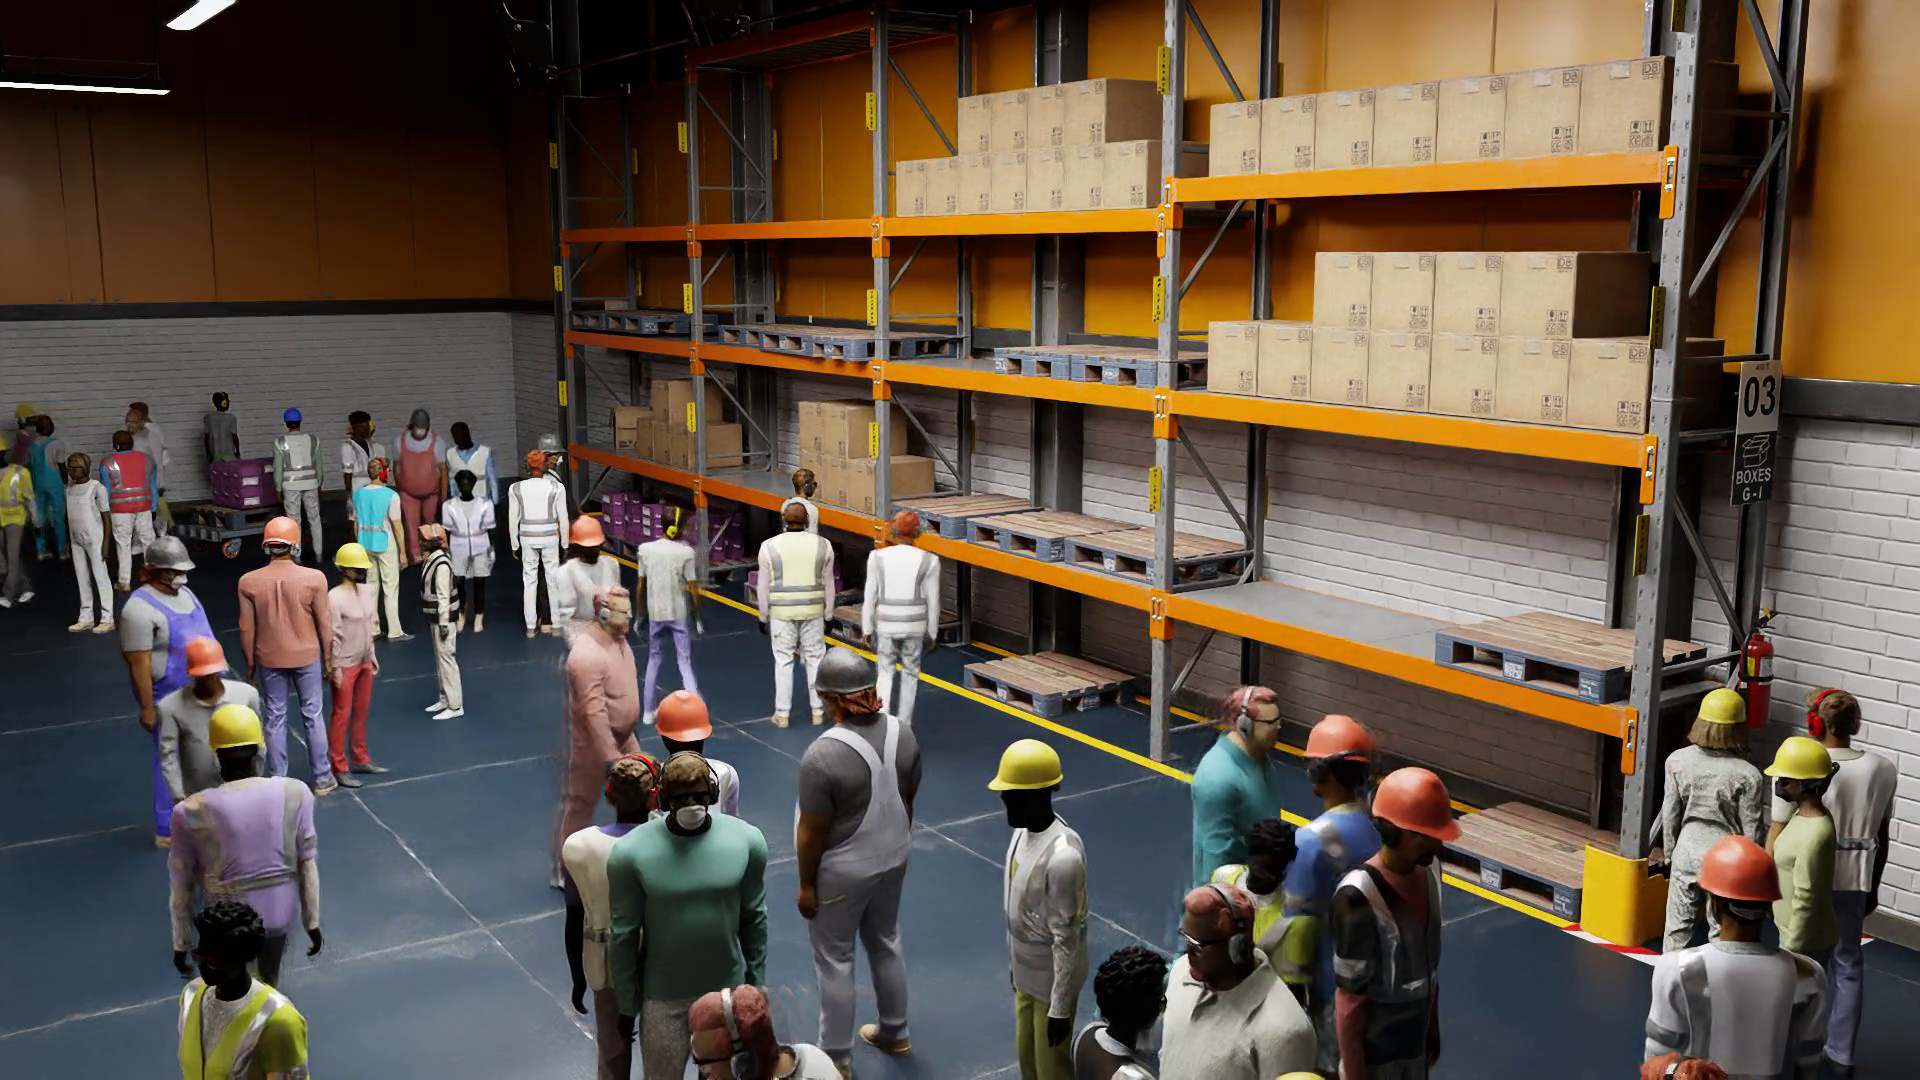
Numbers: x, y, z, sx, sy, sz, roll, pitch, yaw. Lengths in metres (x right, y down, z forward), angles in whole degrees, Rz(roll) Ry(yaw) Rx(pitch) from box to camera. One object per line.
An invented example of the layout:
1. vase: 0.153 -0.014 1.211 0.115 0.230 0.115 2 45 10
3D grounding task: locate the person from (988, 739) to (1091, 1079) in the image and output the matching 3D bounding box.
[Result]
1. person: 0.313 1.728 6.640 0.396 1.919 0.595 -2 10 -14

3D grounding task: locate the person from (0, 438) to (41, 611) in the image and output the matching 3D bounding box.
1. person: -10.346 -0.183 17.972 0.604 1.870 0.986 0 10 1

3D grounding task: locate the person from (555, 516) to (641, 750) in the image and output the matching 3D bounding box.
1. person: -2.677 0.754 12.382 0.631 1.911 0.440 -9 13 -44

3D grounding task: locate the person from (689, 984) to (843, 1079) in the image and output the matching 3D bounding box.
1. person: -0.471 2.109 4.642 0.983 1.862 0.645 4 11 23

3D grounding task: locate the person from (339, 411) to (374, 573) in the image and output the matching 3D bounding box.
1. person: -7.245 -0.577 20.092 0.363 1.957 0.698 1 10 7

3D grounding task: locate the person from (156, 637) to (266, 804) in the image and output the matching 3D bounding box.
1. person: -4.214 1.360 9.435 0.563 1.689 0.931 -5 11 -29

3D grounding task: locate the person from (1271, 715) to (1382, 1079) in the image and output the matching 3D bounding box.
1. person: 1.455 1.692 6.575 0.647 2.000 0.636 -9 13 -43

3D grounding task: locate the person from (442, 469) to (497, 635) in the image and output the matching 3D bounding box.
1. person: -4.928 0.127 16.738 0.536 1.681 0.495 -3 10 -16

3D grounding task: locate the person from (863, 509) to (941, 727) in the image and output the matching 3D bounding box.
1. person: -0.452 0.703 12.800 0.608 1.868 0.530 1 10 7

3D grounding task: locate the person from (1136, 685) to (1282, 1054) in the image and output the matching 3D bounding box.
1. person: 1.186 1.569 7.714 0.862 1.877 0.636 6 12 34

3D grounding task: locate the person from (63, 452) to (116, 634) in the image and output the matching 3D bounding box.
1. person: -8.825 0.030 16.814 0.519 1.844 0.331 3 10 15

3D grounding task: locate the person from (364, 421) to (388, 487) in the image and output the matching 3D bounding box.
1. person: -7.511 -0.668 21.145 0.526 1.768 0.331 3 10 18

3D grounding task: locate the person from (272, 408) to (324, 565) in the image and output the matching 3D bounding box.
1. person: -8.188 -0.662 20.597 0.602 1.941 0.402 -8 12 -39

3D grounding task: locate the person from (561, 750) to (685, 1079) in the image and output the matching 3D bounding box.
1. person: -1.292 1.761 6.648 0.567 1.844 0.375 1 10 5

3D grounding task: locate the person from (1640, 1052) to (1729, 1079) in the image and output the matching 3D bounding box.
1. person: 1.781 2.182 4.207 0.601 1.826 1.006 -6 11 -32

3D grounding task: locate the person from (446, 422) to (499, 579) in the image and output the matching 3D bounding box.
1. person: -5.836 -0.514 20.009 0.628 1.855 0.974 0 10 2

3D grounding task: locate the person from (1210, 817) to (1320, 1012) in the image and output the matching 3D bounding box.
1. person: 1.181 1.861 6.591 0.346 1.670 0.590 -6 12 -33

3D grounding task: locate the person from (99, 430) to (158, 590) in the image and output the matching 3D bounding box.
1. person: -9.514 -0.344 19.062 0.431 1.835 0.624 9 13 43

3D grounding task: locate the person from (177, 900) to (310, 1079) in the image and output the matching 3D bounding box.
1. person: -2.401 2.018 5.571 0.536 1.700 0.318 4 11 23

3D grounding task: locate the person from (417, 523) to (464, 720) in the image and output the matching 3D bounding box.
1. person: -4.289 0.665 13.726 0.314 1.631 0.518 -5 11 -26

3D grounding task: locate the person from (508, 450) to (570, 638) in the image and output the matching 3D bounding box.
1. person: -4.199 0.041 16.637 0.584 1.882 0.339 -1 10 -5

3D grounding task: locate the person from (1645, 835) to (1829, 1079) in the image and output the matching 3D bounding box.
1. person: 2.515 1.919 5.487 0.544 1.930 0.388 1 10 6

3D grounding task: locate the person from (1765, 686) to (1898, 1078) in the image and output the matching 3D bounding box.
1. person: 3.988 1.593 7.662 0.561 1.838 0.391 0 10 -1

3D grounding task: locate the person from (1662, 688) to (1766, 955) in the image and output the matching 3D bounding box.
1. person: 3.646 1.572 8.065 0.296 1.744 0.486 -8 13 -39

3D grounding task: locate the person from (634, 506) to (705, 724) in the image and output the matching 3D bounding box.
1. person: -2.342 0.625 13.373 0.634 1.837 0.569 2 10 9

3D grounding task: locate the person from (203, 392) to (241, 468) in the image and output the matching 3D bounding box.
1. person: -10.627 -1.204 24.004 0.519 1.865 0.335 1 10 3

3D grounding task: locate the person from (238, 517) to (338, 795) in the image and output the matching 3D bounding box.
1. person: -4.717 0.827 11.697 0.613 1.995 0.390 -2 10 -12

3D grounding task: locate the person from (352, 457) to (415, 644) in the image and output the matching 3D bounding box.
1. person: -5.696 0.108 16.350 0.570 1.845 0.380 4 10 22

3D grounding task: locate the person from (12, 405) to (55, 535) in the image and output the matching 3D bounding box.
1. person: -12.763 -0.953 22.742 0.918 1.777 0.603 -1 10 -5

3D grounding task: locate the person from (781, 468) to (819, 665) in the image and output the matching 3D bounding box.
1. person: -1.481 0.245 15.597 0.352 1.837 0.502 -9 13 -44

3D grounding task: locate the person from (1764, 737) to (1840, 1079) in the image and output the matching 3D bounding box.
1. person: 3.613 1.711 7.203 0.340 1.760 0.525 5 11 25

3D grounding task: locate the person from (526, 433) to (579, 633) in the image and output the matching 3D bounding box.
1. person: -4.147 -0.090 16.947 0.535 2.000 0.682 -3 10 -17

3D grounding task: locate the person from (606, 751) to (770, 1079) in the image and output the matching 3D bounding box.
1. person: -1.036 1.751 6.442 0.632 1.939 0.368 -4 10 -22

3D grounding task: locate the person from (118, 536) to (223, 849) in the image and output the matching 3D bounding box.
1. person: -5.060 0.959 10.789 0.539 2.000 0.686 1 10 5

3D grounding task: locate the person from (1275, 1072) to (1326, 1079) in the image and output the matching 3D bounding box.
1. person: 0.851 2.208 4.355 0.321 1.737 0.485 2 10 13

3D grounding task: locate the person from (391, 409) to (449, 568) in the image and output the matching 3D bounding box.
1. person: -6.641 -0.700 20.530 0.690 2.000 1.090 -3 10 -15

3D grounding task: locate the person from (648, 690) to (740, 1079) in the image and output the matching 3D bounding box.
1. person: -1.199 1.602 7.319 0.544 1.939 0.354 -6 12 -33

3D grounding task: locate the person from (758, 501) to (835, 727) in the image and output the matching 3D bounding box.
1. person: -1.324 0.598 13.495 0.624 1.843 0.429 -2 10 -13

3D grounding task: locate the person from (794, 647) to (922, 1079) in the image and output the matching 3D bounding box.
1. person: -0.524 1.478 7.743 0.536 2.000 0.685 9 13 42

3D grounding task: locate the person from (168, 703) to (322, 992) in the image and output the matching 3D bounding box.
1. person: -3.075 1.645 7.213 0.598 1.892 0.953 -8 12 -38

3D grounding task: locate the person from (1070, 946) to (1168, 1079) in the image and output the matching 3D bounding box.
1. person: 0.493 2.086 5.199 0.320 1.694 0.533 -2 10 -14

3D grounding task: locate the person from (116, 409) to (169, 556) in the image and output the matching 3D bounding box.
1. person: -10.537 -0.769 21.447 0.641 1.863 0.829 3 10 17

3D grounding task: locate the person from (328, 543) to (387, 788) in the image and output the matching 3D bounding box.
1. person: -4.366 0.889 12.010 0.331 1.765 0.533 2 10 12

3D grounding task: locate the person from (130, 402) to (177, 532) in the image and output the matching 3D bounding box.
1. person: -11.130 -1.004 22.976 0.505 1.815 0.569 -3 10 -16

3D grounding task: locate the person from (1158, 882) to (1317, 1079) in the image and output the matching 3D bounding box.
1. person: 0.811 1.983 5.217 0.399 1.897 0.652 -5 11 -26

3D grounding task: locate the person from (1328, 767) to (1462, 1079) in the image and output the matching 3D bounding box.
1. person: 1.560 1.789 5.959 0.411 2.032 0.611 9 13 44

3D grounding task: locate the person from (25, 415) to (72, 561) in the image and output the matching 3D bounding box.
1. person: -11.412 -0.648 20.840 0.502 1.837 0.341 0 10 2
